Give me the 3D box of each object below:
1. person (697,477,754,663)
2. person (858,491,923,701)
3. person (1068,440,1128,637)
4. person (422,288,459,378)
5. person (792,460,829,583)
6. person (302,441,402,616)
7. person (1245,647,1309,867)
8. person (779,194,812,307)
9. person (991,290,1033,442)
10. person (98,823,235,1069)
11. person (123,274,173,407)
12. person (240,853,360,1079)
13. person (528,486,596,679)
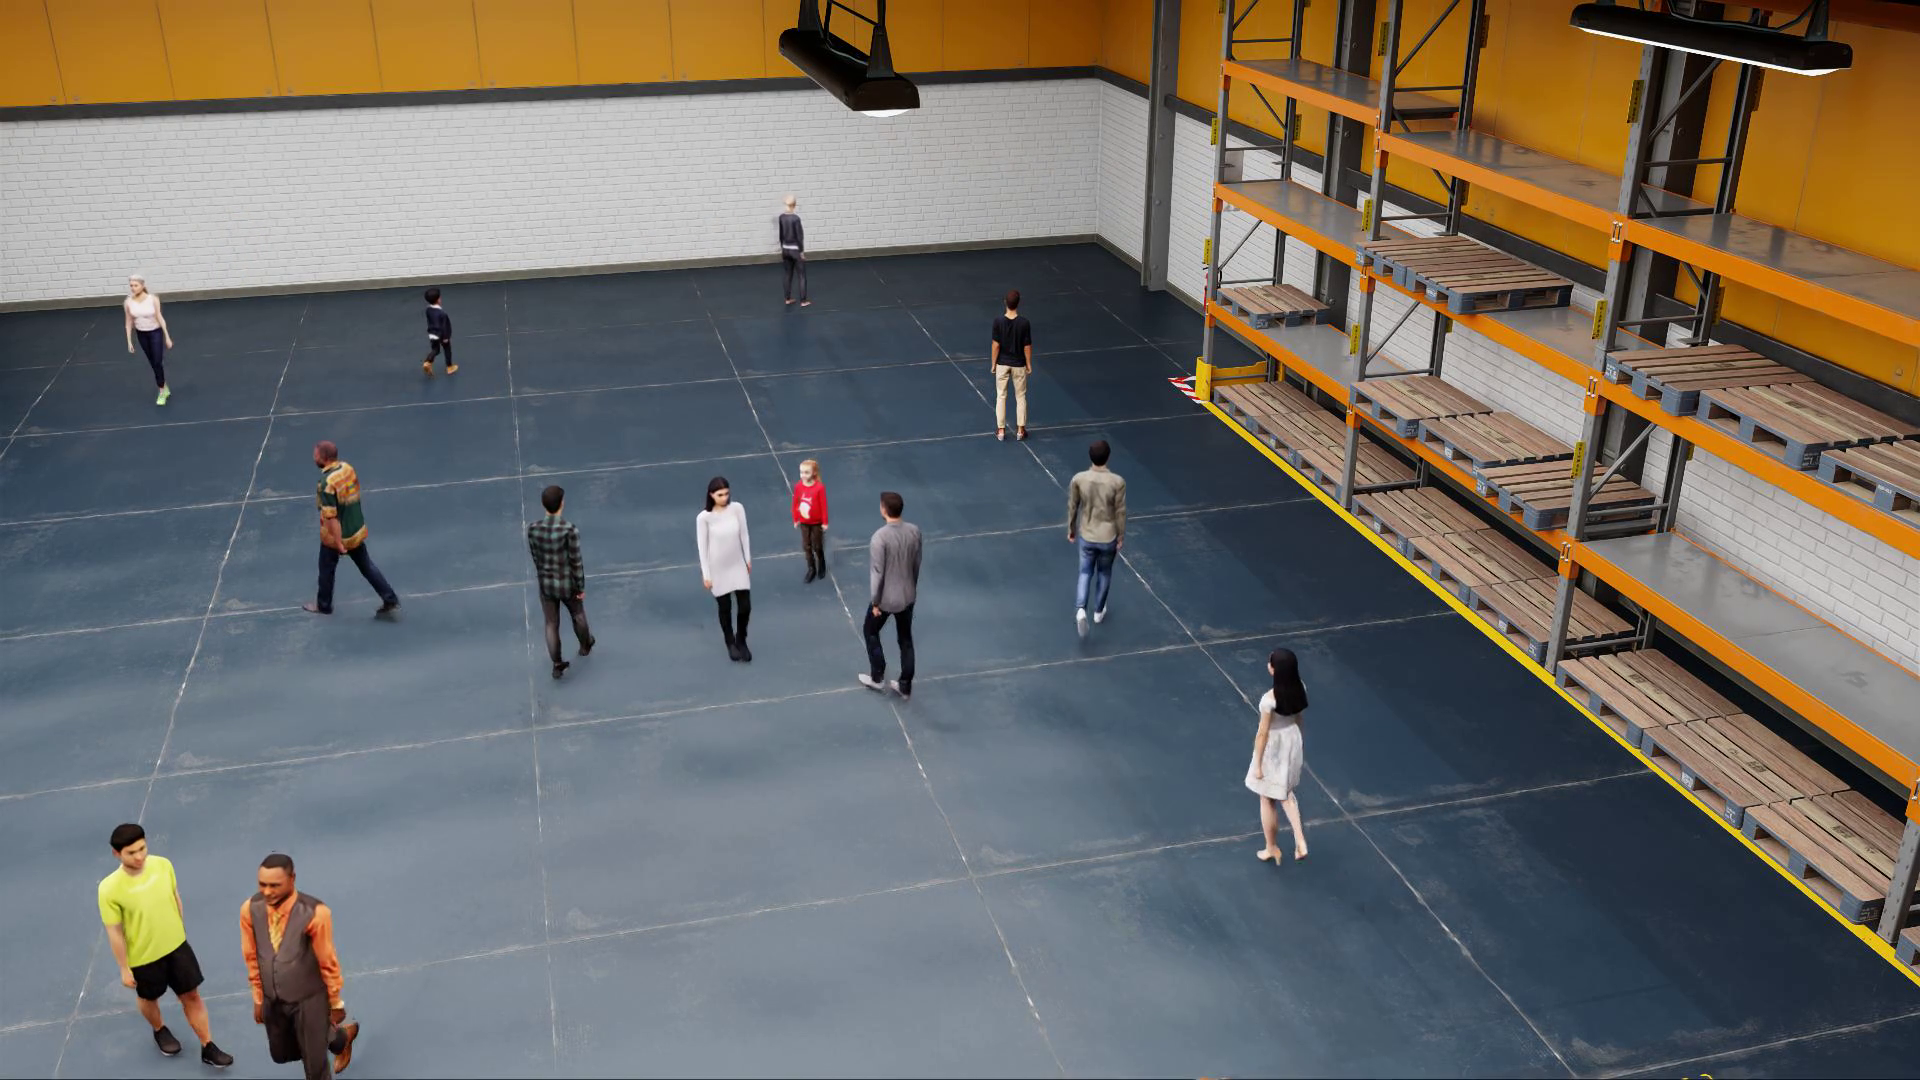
[{"bbox_3d":[-2.102,0.234,14.825,0.688,1.789,0.648,-10,26,-23],"label":"person"},{"bbox_3d":[-0.511,0.515,14.106,0.868,1.849,0.916,-17,29,-33],"label":"person"},{"bbox_3d":[1.245,-0.001,15.290,1.001,1.846,1.163,6,24,13],"label":"person"},{"bbox_3d":[-7.079,-2.784,22.455,0.793,1.206,0.870,12,26,25],"label":"person"},{"bbox_3d":[-1.446,-0.205,16.473,0.598,1.273,0.642,7,24,15],"label":"person"},{"bbox_3d":[-5.675,-0.067,15.544,1.128,1.763,1.247,5,24,12],"label":"person"},{"bbox_3d":[2.315,1.592,11.752,0.777,1.762,0.910,-14,27,-29],"label":"person"},{"bbox_3d":[-2.614,-4.476,25.686,0.717,1.720,0.790,15,28,30],"label":"person"},{"bbox_3d":[0.623,-2.110,20.100,0.696,1.859,0.627,1,24,2],"label":"person"},{"bbox_3d":[-4.898,2.405,9.994,1.047,1.679,0.944,18,29,35],"label":"person"},{"bbox_3d":[-10.442,-2.629,21.511,0.736,1.678,0.969,-2,24,-5],"label":"person"},{"bbox_3d":[-3.710,2.527,9.447,0.939,1.895,1.071,3,24,8],"label":"person"},{"bbox_3d":[-3.524,0.393,14.418,0.847,1.693,1.015,1,24,3],"label":"person"}]
